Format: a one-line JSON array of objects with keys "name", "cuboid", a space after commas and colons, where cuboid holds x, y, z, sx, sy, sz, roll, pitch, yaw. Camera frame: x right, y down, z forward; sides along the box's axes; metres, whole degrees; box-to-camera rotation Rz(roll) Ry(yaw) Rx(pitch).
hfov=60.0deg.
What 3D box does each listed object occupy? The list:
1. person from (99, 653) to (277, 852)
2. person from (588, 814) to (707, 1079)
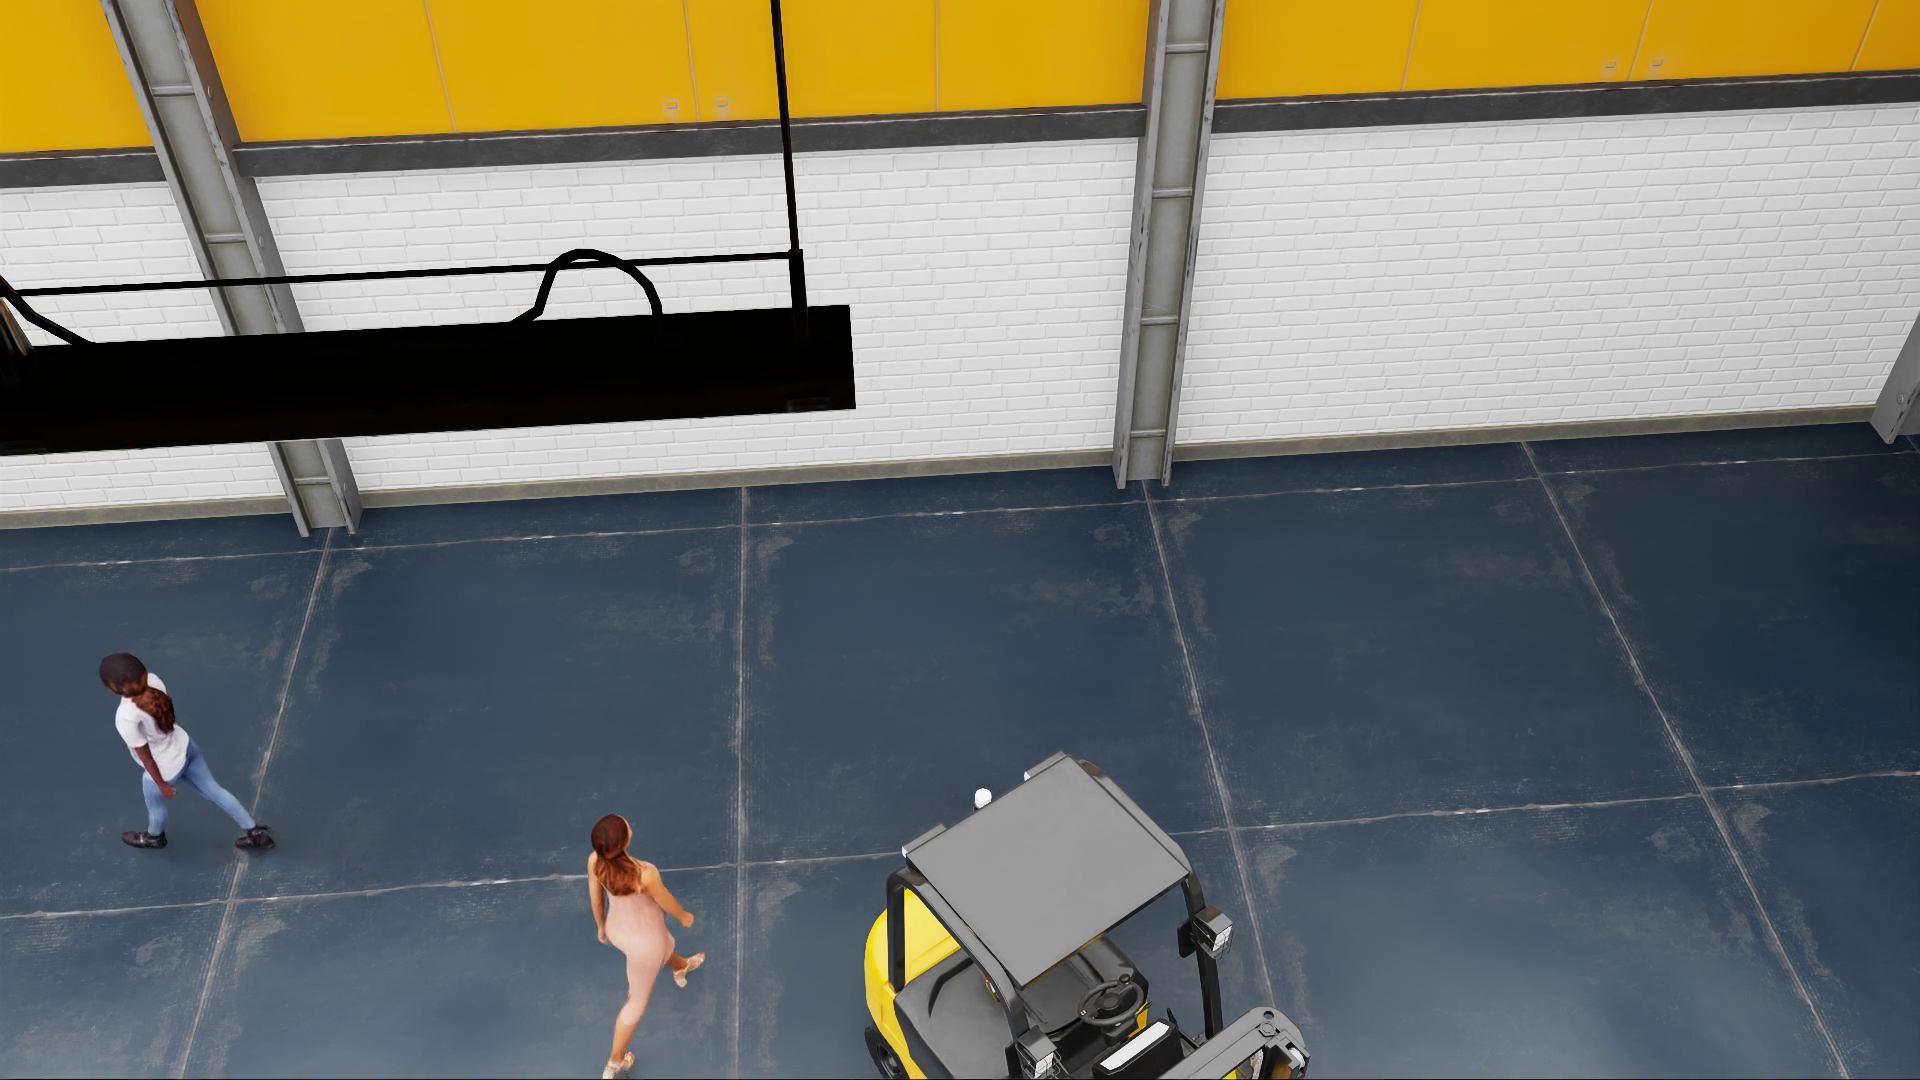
[{"name": "person", "cuboid": [-4.435, 1.276, 9.512, 1.173, 1.674, 0.739, 3, 44, 3]}, {"name": "person", "cuboid": [-1.705, 2.113, 8.551, 1.119, 1.786, 1.077, 22, 48, 22]}]
